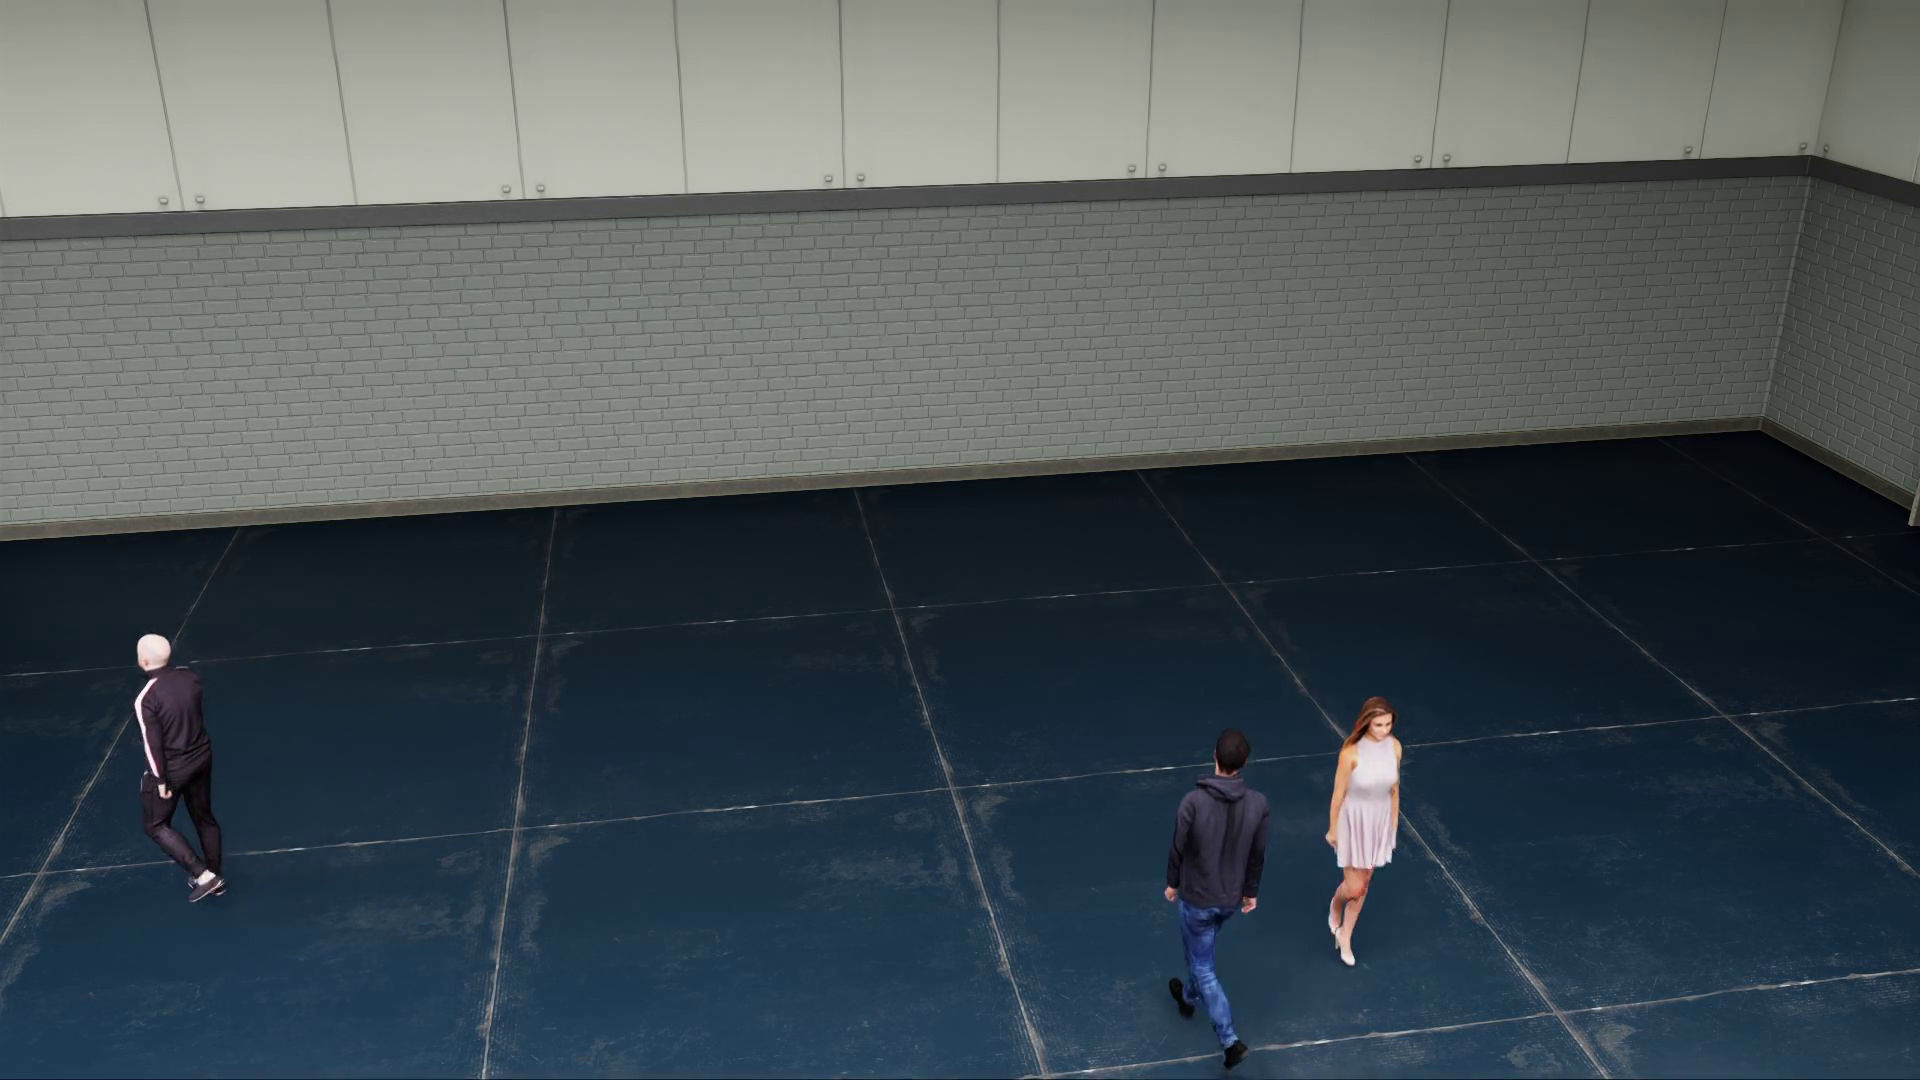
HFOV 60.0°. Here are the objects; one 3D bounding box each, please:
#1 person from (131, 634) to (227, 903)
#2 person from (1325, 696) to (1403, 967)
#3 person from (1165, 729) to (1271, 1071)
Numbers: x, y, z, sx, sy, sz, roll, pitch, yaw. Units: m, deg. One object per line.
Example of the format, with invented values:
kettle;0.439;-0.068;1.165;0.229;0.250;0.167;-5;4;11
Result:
person;-4.701;1.425;10.183;0.902;1.824;0.828;9;25;20
person;2.310;1.657;9.720;0.577;1.758;0.698;-5;24;-12
person;1.377;1.957;8.899;0.775;1.849;1.185;-8;24;-18
